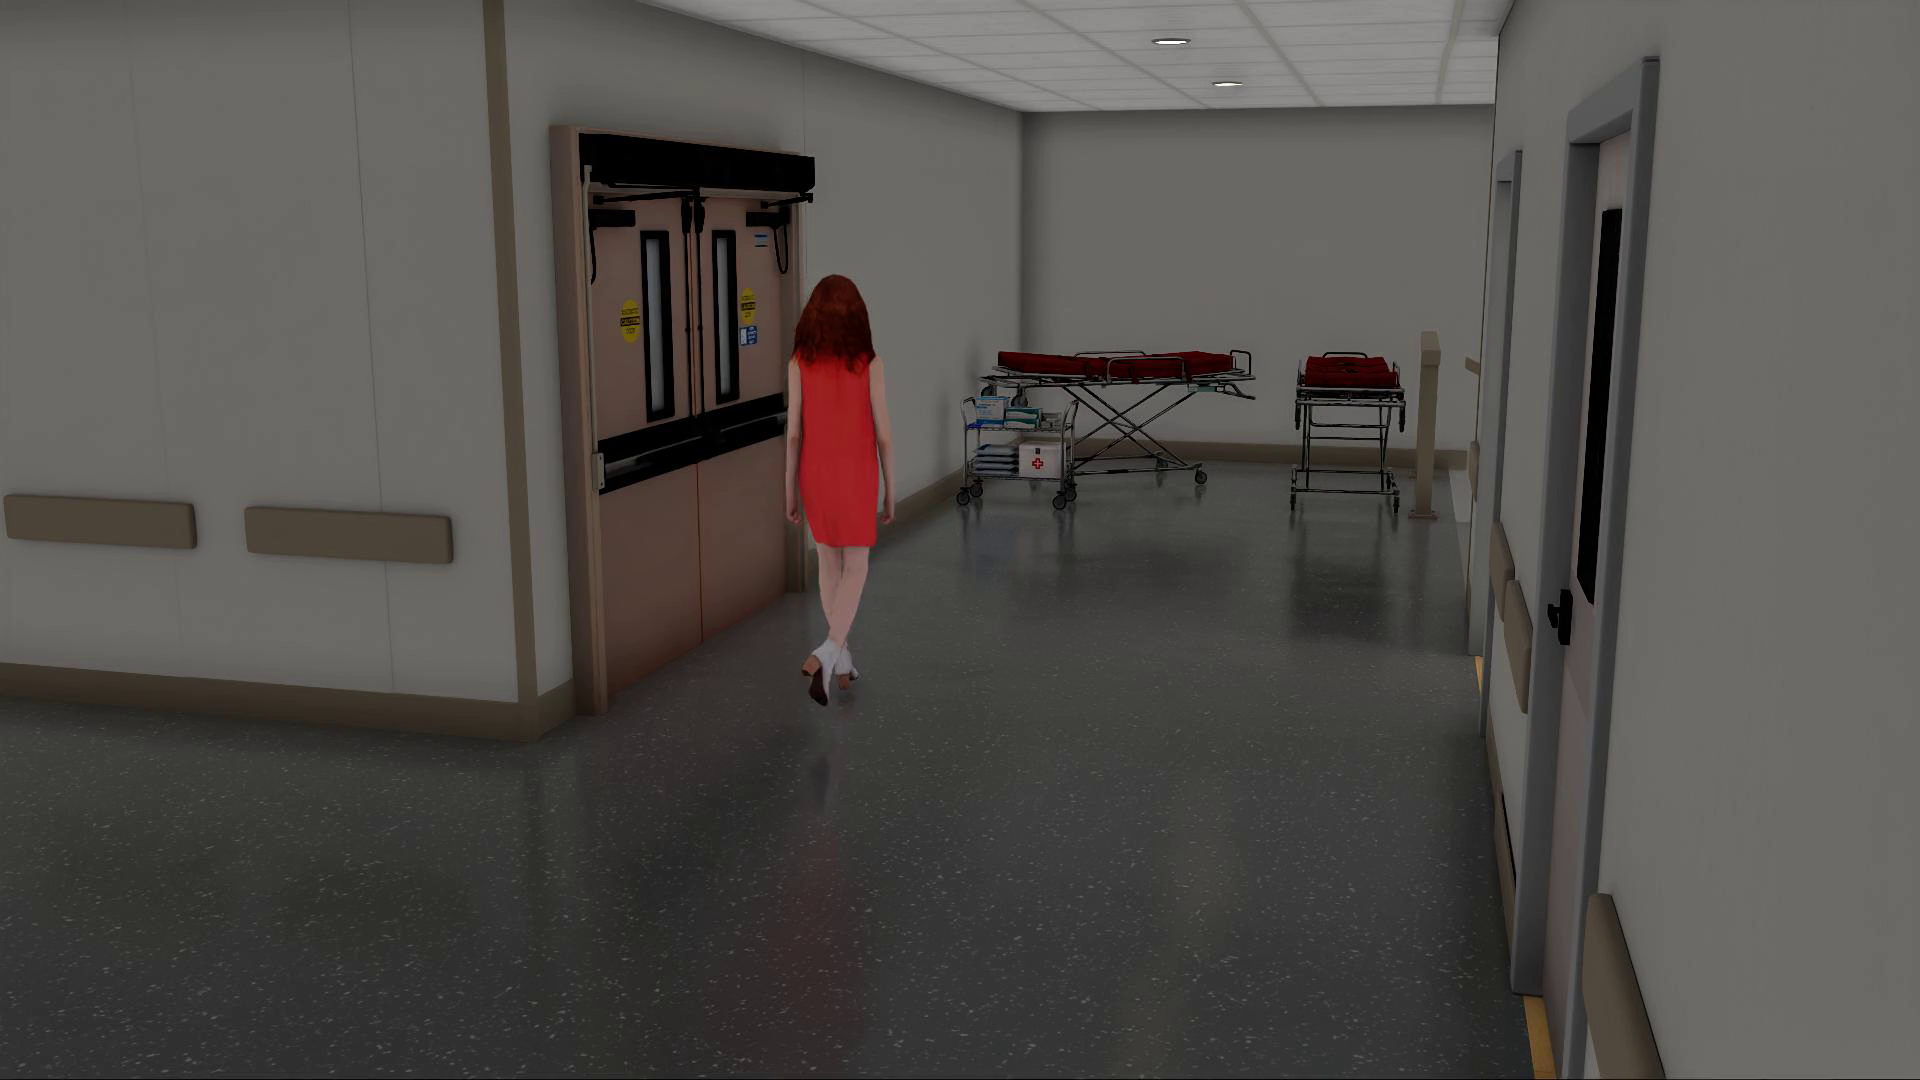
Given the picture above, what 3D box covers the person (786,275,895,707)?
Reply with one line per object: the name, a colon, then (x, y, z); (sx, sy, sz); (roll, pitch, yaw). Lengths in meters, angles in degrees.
person: (-0.525, -0.162, 6.905); (0.685, 1.798, 1.132); (2, 11, 10)
